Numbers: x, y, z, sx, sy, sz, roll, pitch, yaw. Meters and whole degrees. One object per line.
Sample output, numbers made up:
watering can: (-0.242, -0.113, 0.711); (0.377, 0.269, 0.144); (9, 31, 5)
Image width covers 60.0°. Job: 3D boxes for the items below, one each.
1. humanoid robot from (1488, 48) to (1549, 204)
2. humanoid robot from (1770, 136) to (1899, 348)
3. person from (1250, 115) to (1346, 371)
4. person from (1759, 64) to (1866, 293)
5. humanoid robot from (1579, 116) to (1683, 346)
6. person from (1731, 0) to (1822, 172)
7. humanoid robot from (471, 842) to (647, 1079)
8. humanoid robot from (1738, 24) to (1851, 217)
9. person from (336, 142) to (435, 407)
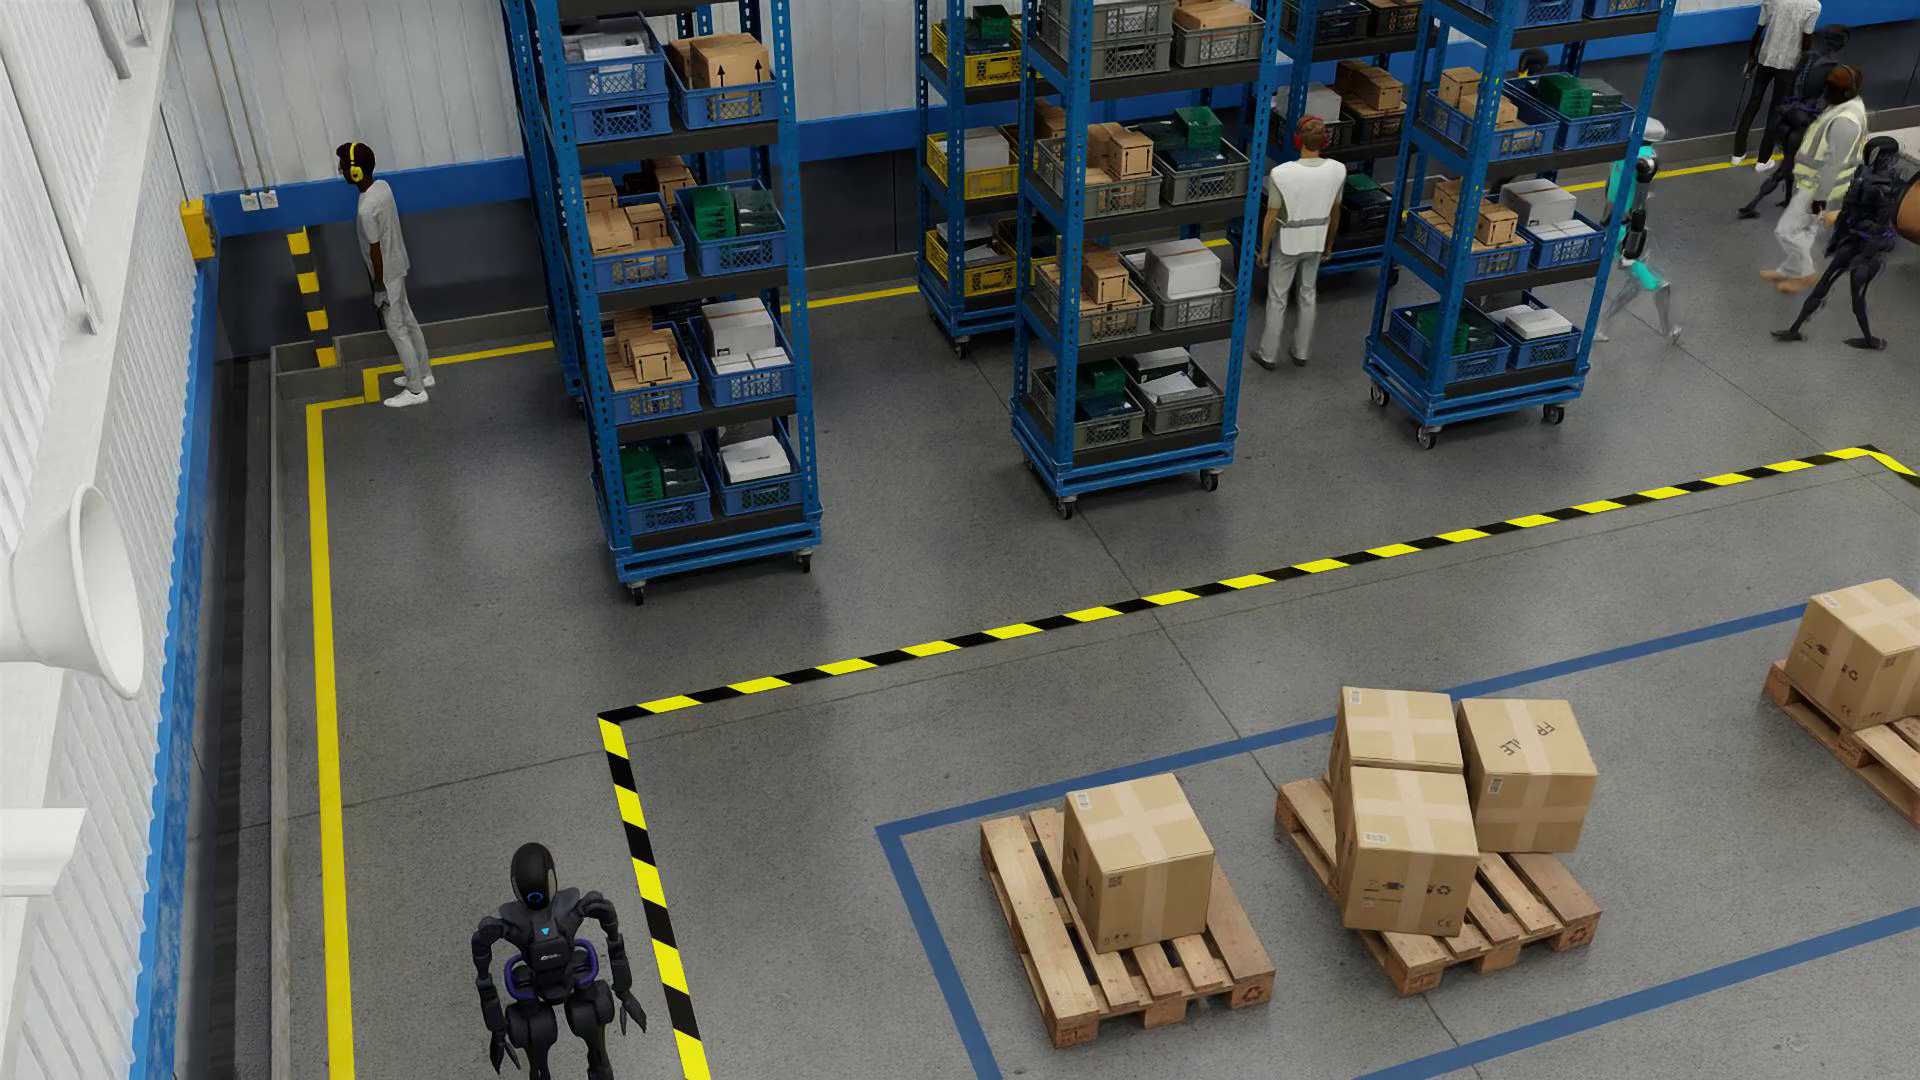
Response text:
humanoid robot: (4.439, -3.118, 13.268); (0.463, 1.646, 0.602); (13, 37, 17)
humanoid robot: (6.415, -2.077, 11.827); (0.760, 1.640, 0.601); (1, 35, 2)
person: (2.362, -2.035, 11.588); (0.565, 1.833, 0.397); (-9, 36, -13)
person: (6.454, -2.676, 12.497); (0.429, 1.825, 0.703); (16, 38, 22)
humanoid robot: (4.974, -2.150, 11.873); (0.896, 1.814, 0.561); (-3, 35, -4)
person: (7.158, -4.158, 14.577); (0.512, 1.858, 0.333); (28, 44, 33)
humanoid robot: (-1.511, 1.766, 6.317); (0.599, 1.657, 0.315); (-12, 37, -17)
humanoid robot: (6.946, -3.467, 13.794); (0.755, 1.625, 0.609); (-9, 36, -13)
person: (-3.867, -1.780, 11.200); (0.320, 1.865, 0.516); (-2, 35, -3)
